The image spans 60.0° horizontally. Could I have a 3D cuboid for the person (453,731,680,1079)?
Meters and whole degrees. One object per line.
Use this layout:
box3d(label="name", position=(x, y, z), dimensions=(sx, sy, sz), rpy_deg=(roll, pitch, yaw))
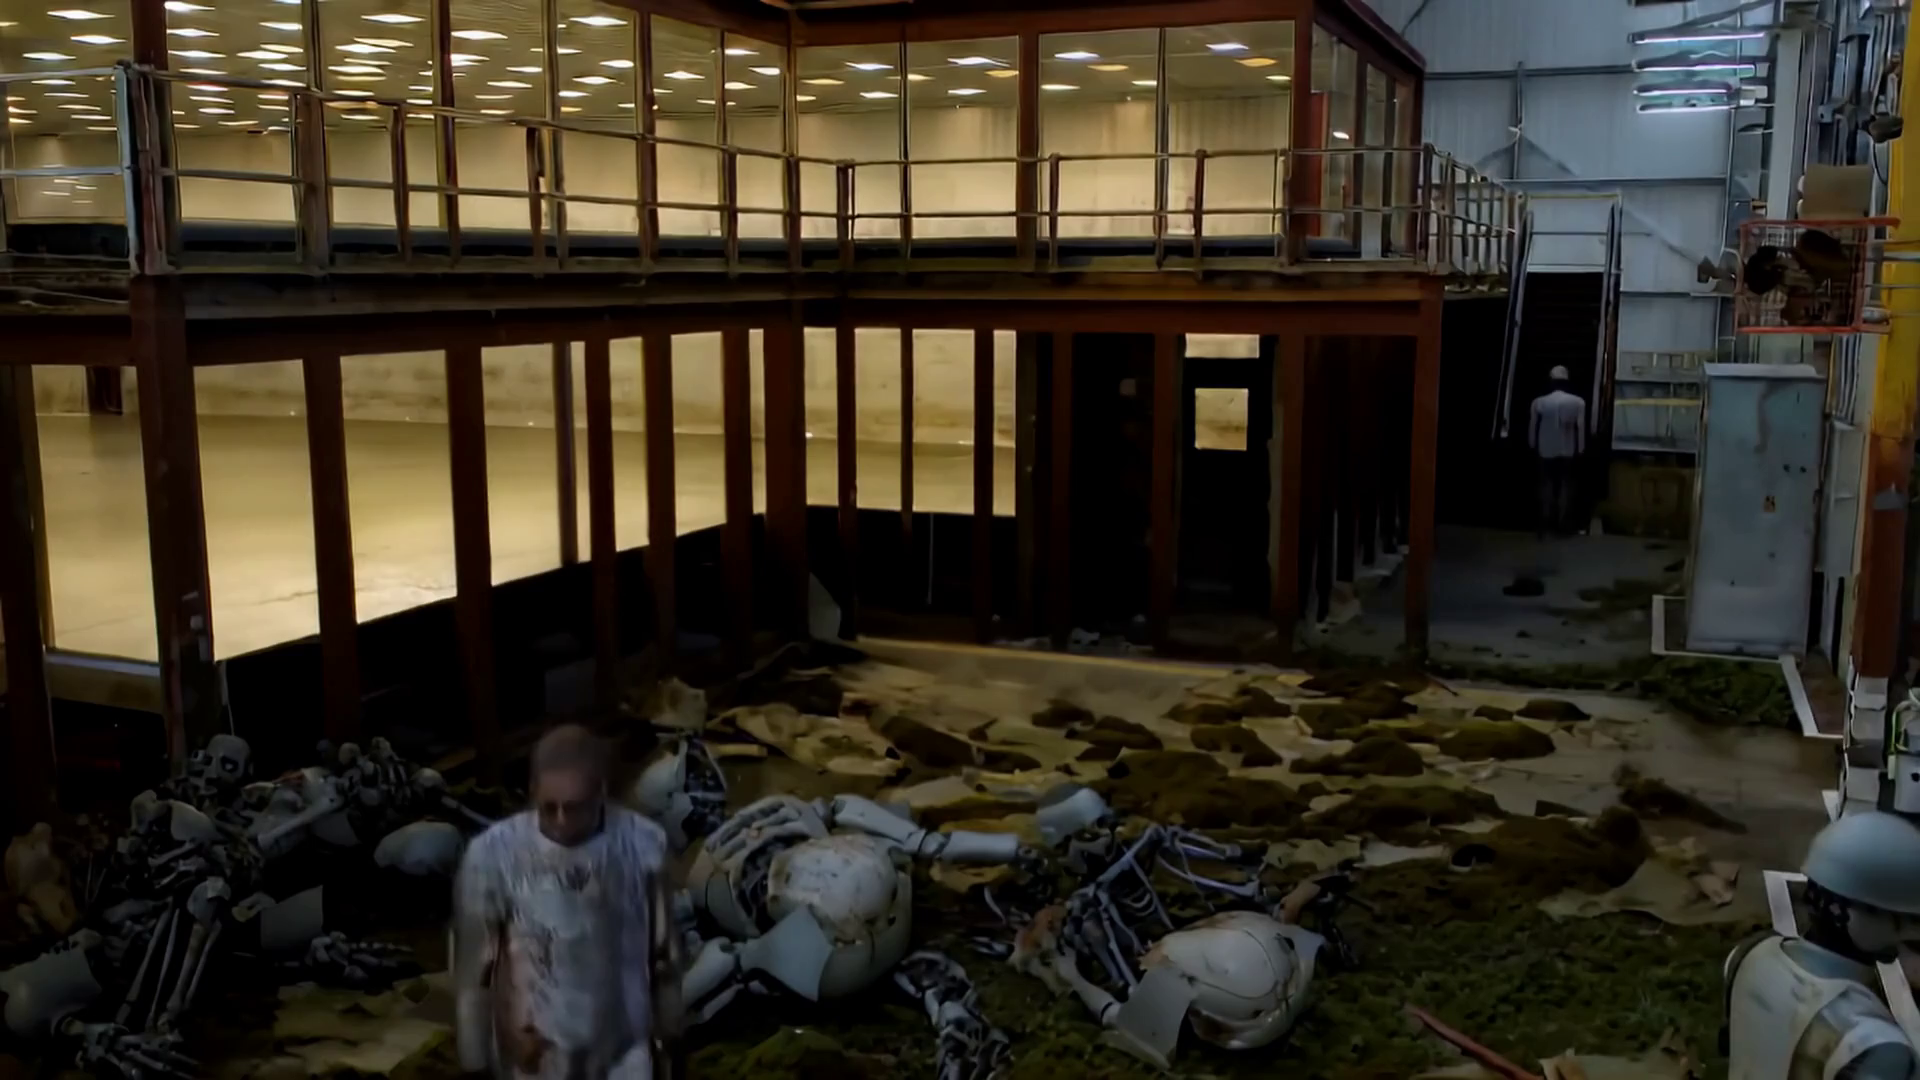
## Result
box3d(label="person", position=(-1.079, 1.421, 4.648), dimensions=(0.624, 1.790, 0.937), rpy_deg=(-2, 9, -14))

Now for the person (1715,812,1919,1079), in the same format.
box3d(label="person", position=(1.844, 1.521, 3.582), dimensions=(0.401, 1.937, 0.617), rpy_deg=(0, 9, -1))

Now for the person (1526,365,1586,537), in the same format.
box3d(label="person", position=(6.878, -1.033, 19.209), dimensions=(0.651, 1.975, 0.548), rpy_deg=(3, 10, 19))
